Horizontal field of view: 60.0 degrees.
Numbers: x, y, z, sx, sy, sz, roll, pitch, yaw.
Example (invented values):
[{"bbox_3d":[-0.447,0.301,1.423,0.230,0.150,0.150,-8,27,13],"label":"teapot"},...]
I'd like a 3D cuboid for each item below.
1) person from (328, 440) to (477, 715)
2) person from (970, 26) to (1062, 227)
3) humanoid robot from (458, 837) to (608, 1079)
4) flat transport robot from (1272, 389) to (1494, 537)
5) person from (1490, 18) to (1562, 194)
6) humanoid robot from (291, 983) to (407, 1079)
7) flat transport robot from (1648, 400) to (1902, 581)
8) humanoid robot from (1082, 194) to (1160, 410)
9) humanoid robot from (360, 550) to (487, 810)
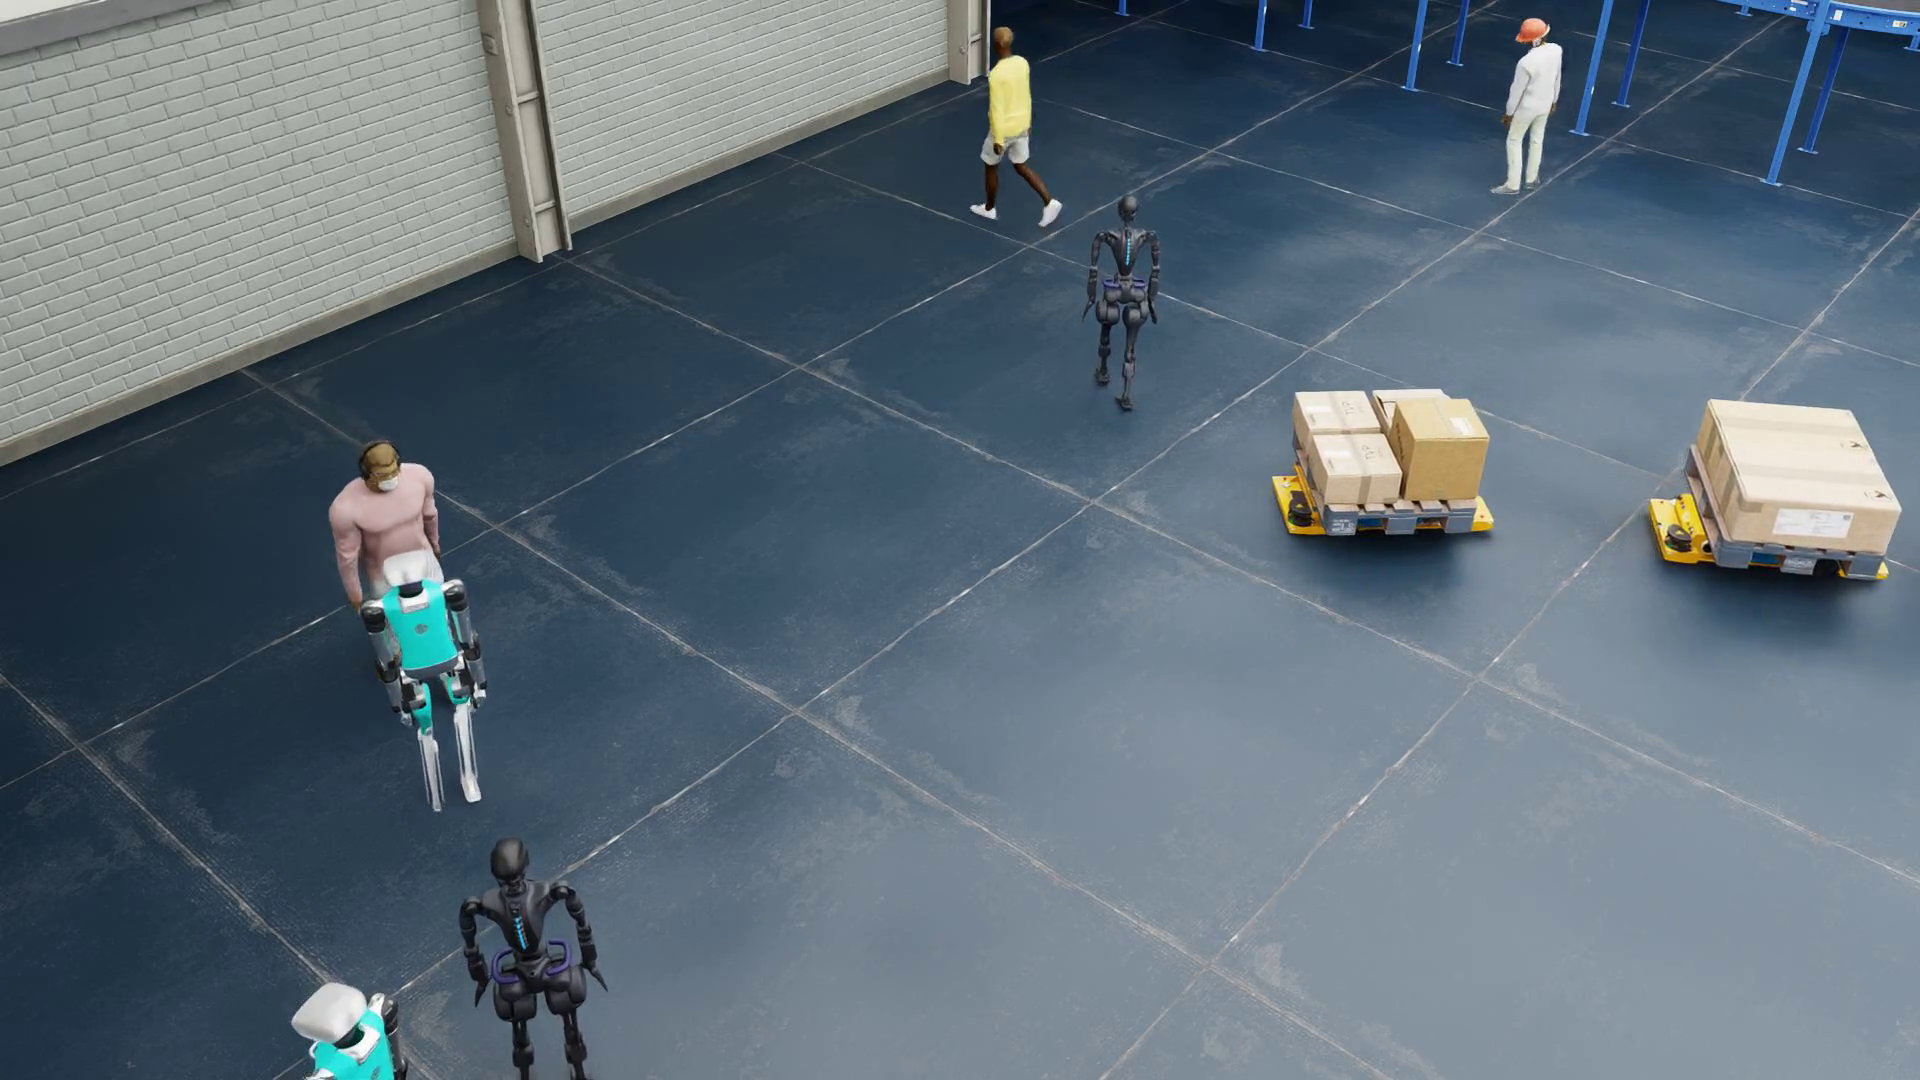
[{"bbox_3d":[-3.335,0.155,9.799,0.648,1.874,0.872,-24,42,-30],"label":"person"},{"bbox_3d":[0.507,-3.789,15.344,0.890,1.864,0.549,26,43,32],"label":"person"},{"bbox_3d":[-1.894,1.944,7.435,0.590,1.653,0.336,-9,36,-12],"label":"humanoid robot"},{"bbox_3d":[2.992,-0.305,11.815,1.431,0.231,0.659,-1,35,-2],"label":"flat transport robot"},{"bbox_3d":[5.521,-4.202,16.047,0.673,1.709,0.341,-20,40,-26],"label":"person"},{"bbox_3d":[-2.609,2.450,6.752,0.809,1.834,0.565,9,36,12],"label":"humanoid robot"},{"bbox_3d":[5.554,-0.047,11.454,1.431,0.231,0.659,5,36,8],"label":"flat transport robot"},{"bbox_3d":[1.240,-1.855,12.800,0.586,1.621,0.692,-2,35,-2],"label":"humanoid robot"},{"bbox_3d":[-2.883,0.742,9.102,0.542,1.833,0.668,-14,38,-18],"label":"humanoid robot"}]
